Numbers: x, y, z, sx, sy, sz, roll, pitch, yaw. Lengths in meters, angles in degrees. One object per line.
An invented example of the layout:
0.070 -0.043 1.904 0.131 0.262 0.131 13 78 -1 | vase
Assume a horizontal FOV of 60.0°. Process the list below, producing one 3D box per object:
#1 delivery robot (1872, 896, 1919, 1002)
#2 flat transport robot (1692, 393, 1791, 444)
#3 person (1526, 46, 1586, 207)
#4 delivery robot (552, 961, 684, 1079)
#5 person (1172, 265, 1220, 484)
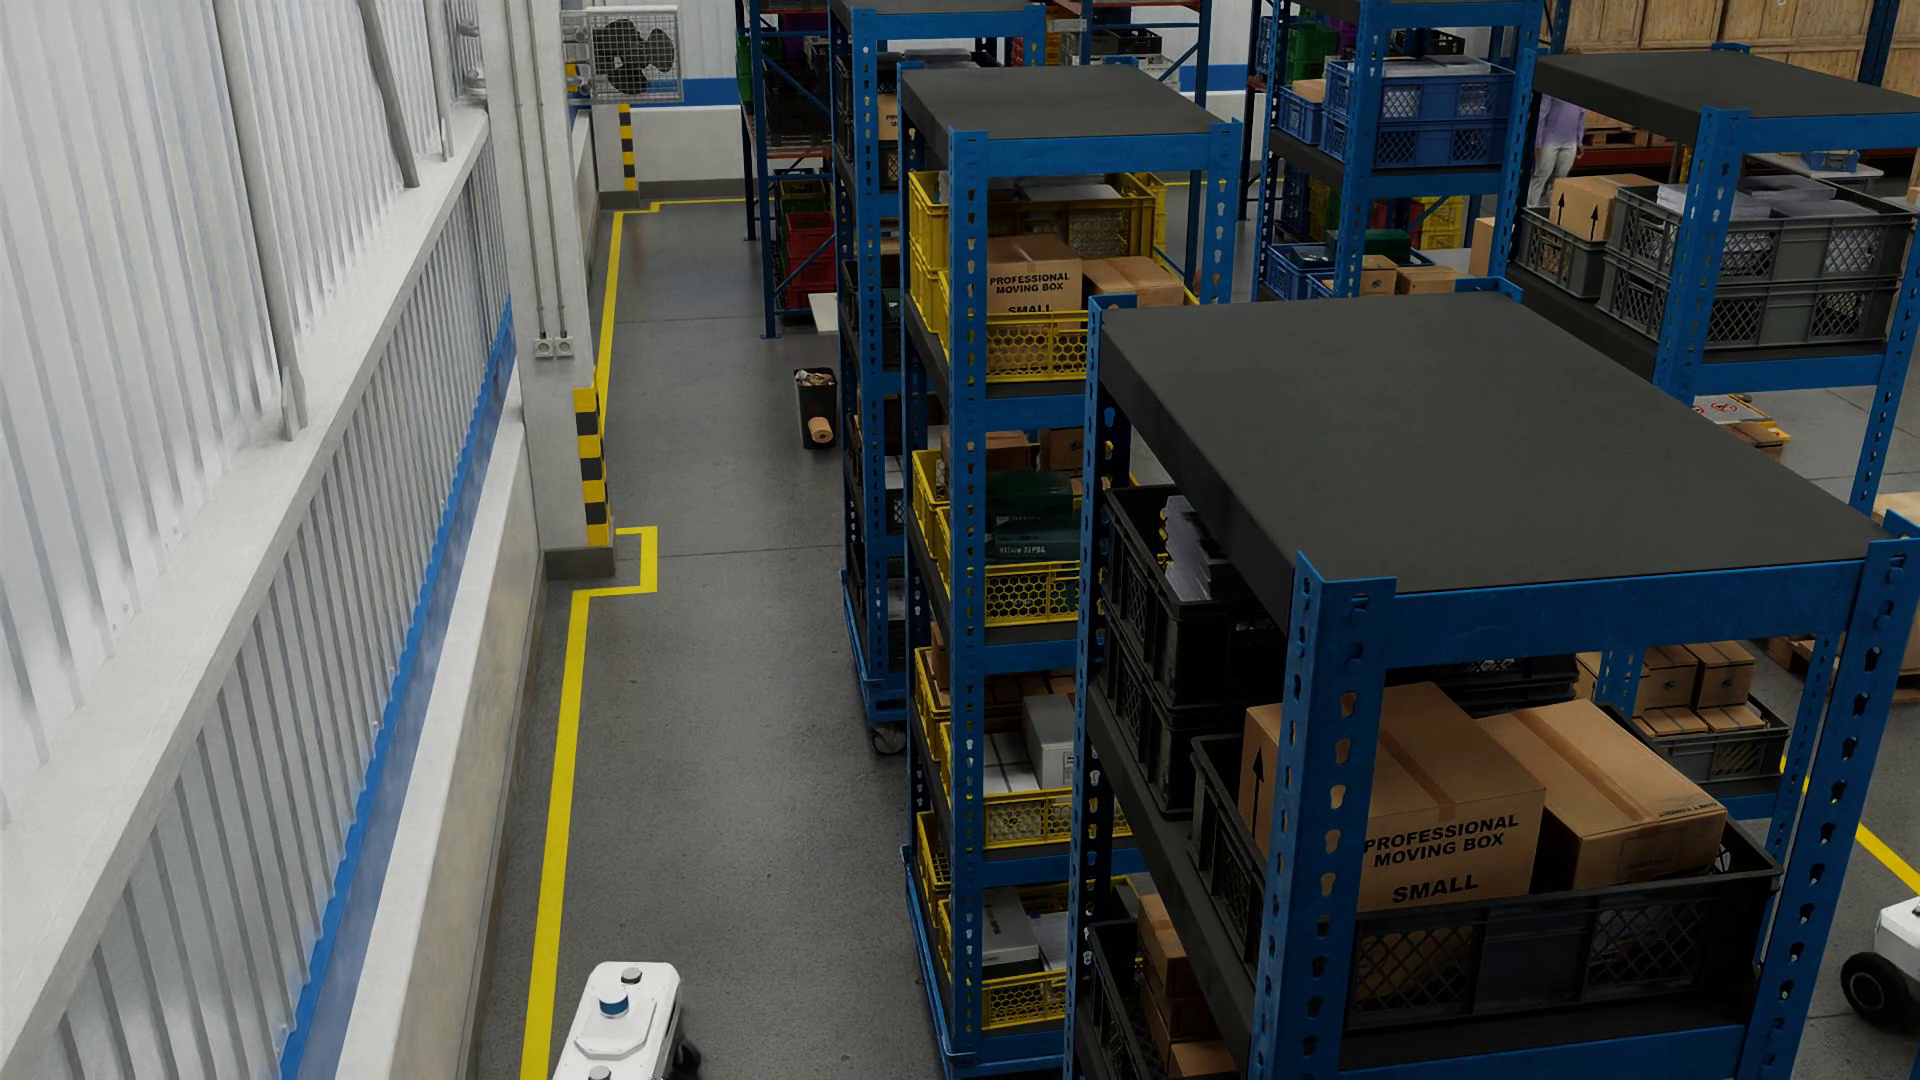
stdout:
3.832 1.639 6.257 0.477 0.478 0.707 -10 27 -21 | delivery robot
5.224 -0.859 12.132 1.431 0.197 0.652 -4 25 -8 | flat transport robot
6.192 -4.111 17.222 0.627 1.941 0.371 -8 26 -17 | person
-1.212 1.800 5.908 0.477 0.478 0.707 1 25 2 | delivery robot
1.581 -0.991 10.794 0.515 1.637 0.314 7 26 15 | person
